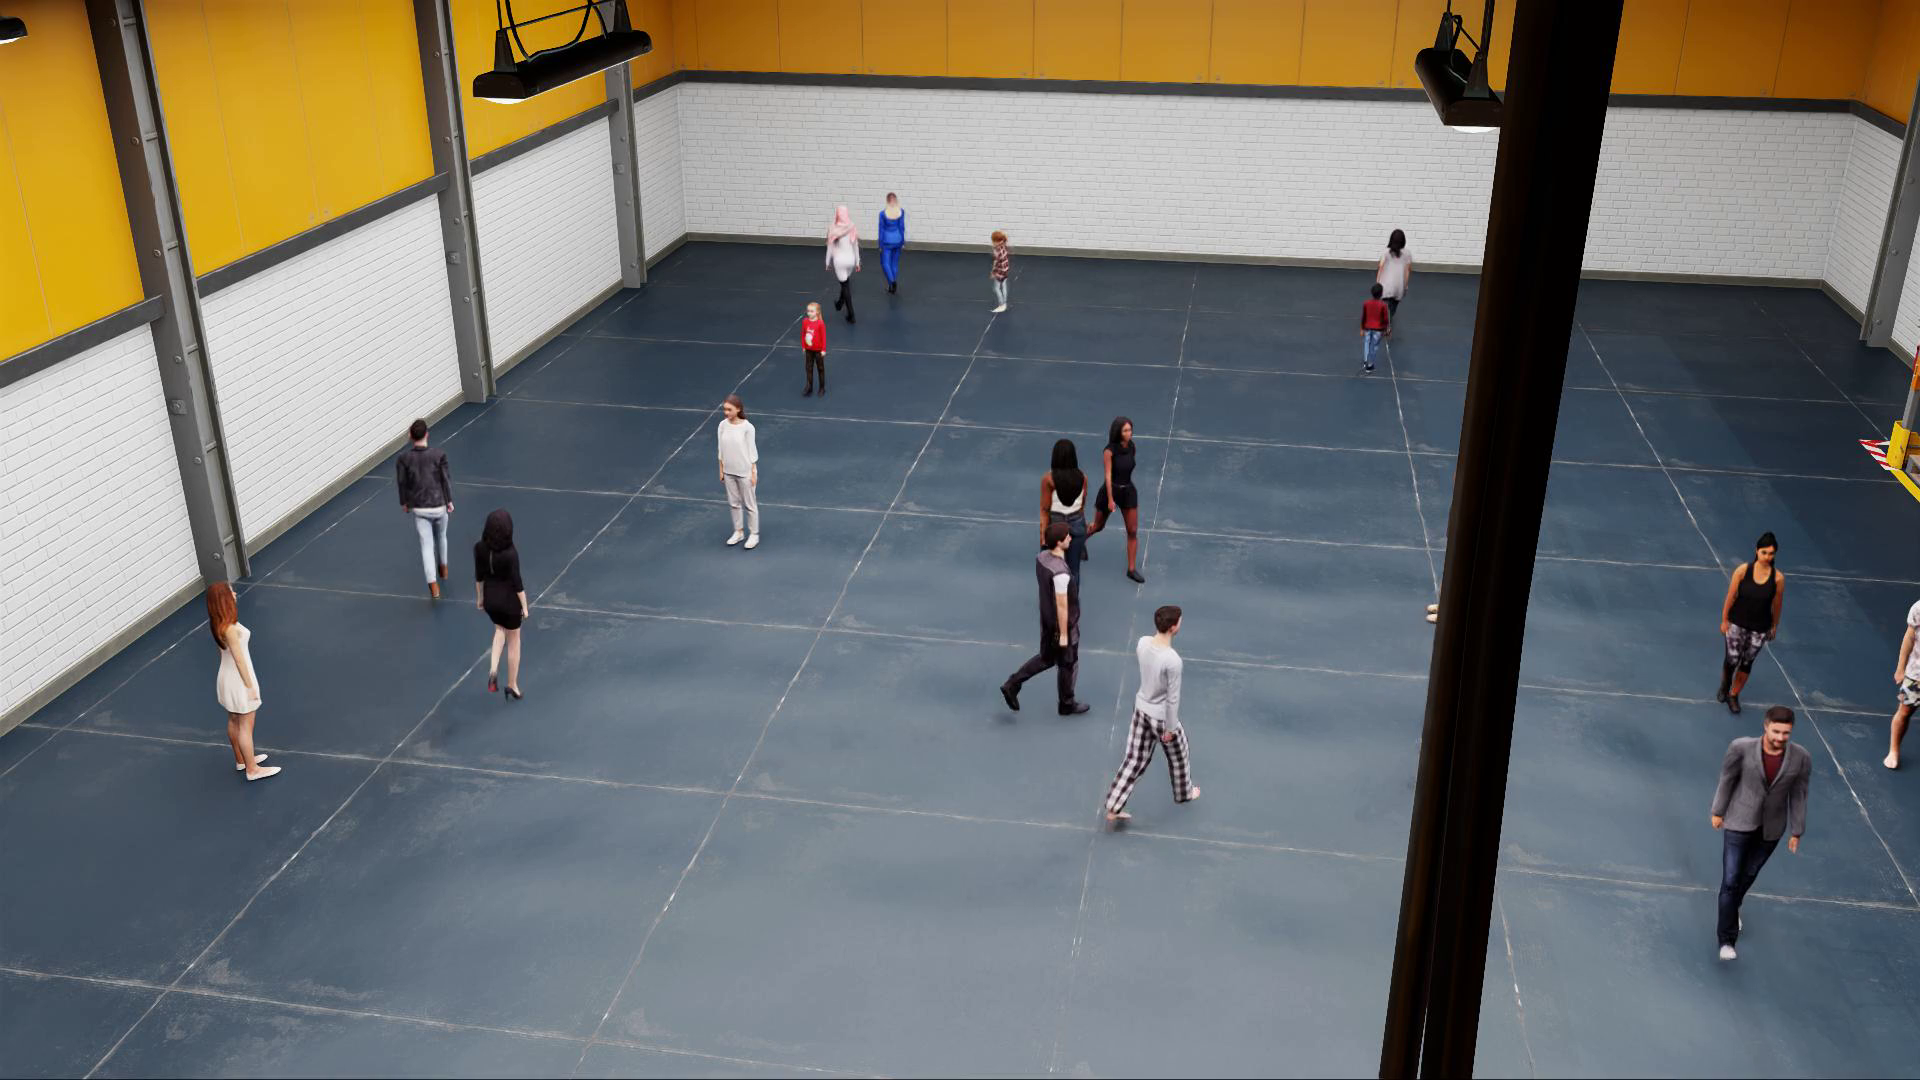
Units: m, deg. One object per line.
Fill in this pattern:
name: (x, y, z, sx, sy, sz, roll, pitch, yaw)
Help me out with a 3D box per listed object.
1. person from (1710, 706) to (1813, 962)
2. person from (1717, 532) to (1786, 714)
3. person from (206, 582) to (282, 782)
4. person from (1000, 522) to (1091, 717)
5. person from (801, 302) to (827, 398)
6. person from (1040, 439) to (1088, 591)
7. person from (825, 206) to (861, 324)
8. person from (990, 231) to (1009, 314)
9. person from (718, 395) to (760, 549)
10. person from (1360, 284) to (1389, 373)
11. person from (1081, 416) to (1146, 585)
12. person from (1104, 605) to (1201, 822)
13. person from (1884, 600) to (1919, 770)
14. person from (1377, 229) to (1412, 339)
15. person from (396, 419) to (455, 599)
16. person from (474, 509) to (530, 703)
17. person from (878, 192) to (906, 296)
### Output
person: (5.450, 1.921, 11.446, 0.731, 1.833, 1.099, 5, 24, 12)
person: (6.855, 0.691, 14.482, 0.606, 1.655, 0.593, 6, 24, 13)
person: (-5.846, 1.122, 13.425, 0.696, 1.711, 0.649, -19, 30, -37)
person: (0.747, 0.716, 14.208, 1.005, 1.829, 1.071, -7, 25, -16)
person: (-1.963, -2.582, 22.436, 0.520, 1.281, 0.513, 7, 25, 17)
person: (1.028, -0.047, 16.026, 0.795, 1.772, 1.133, -2, 24, -4)
person: (-1.744, -4.197, 25.523, 1.069, 1.769, 1.196, -12, 26, -25)
person: (0.663, -4.266, 26.279, 0.771, 1.289, 0.557, 21, 31, 39)
person: (-2.348, -0.747, 17.733, 0.642, 1.686, 0.600, 8, 25, 18)
person: (5.794, -2.962, 23.350, 0.628, 1.245, 0.706, 16, 28, 33)
person: (1.531, -0.441, 17.015, 1.134, 1.700, 1.190, -16, 28, -32)
person: (1.436, 1.368, 12.748, 1.208, 1.804, 1.088, -18, 30, -36)
person: (7.903, 1.031, 13.509, 0.712, 1.811, 0.636, 9, 25, 19)
person: (6.480, -3.827, 24.902, 0.765, 1.587, 1.036, -1, 24, -3)
person: (-5.281, -0.282, 16.515, 1.012, 1.809, 1.225, -7, 25, -16)
person: (-4.038, 0.626, 14.466, 0.682, 1.787, 0.720, 9, 25, 19)
person: (-1.082, -4.758, 26.909, 0.889, 1.685, 1.005, -9, 25, -20)
